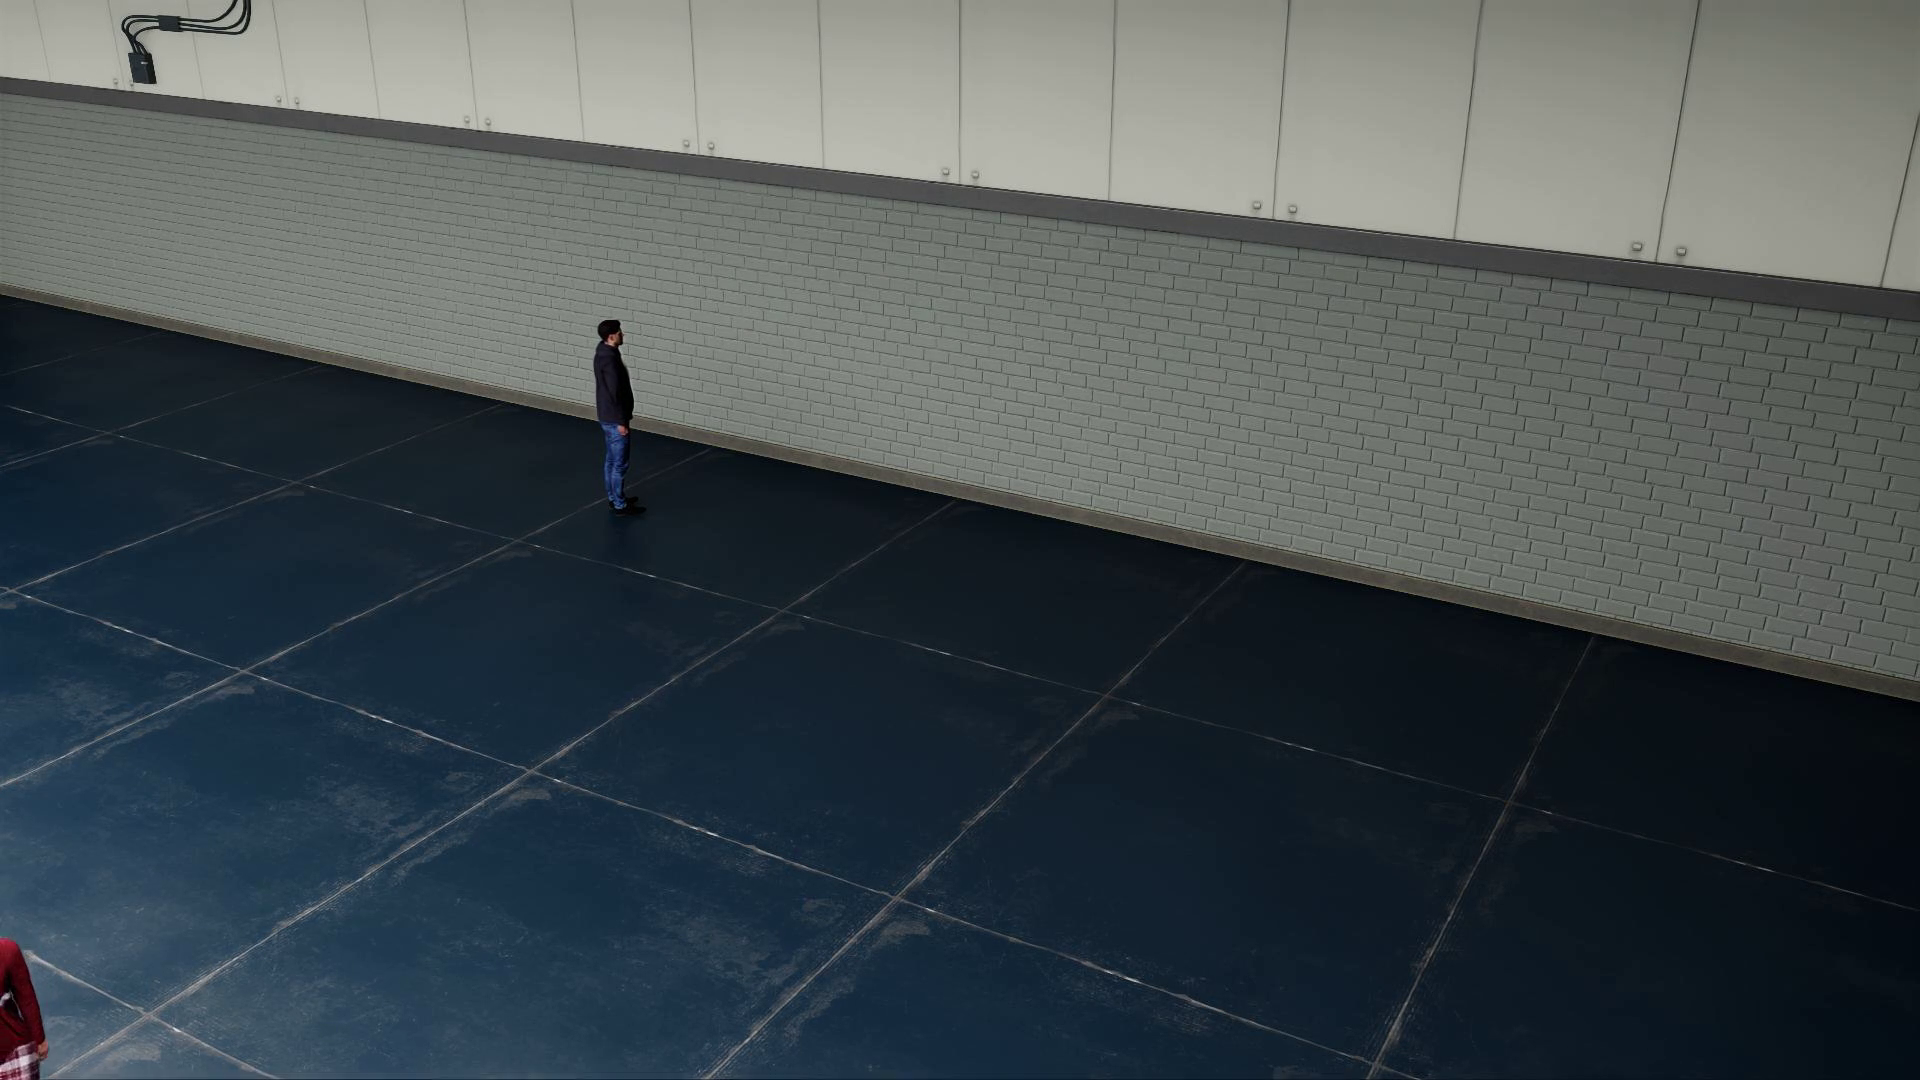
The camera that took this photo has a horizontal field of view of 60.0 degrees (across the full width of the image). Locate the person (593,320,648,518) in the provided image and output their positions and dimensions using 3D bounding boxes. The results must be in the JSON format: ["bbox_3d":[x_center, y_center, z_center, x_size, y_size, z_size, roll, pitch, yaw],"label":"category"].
[{"bbox_3d":[-3.259,-1.156,15.653,0.780,1.895,0.761,-10,25,-23],"label":"person"}]
